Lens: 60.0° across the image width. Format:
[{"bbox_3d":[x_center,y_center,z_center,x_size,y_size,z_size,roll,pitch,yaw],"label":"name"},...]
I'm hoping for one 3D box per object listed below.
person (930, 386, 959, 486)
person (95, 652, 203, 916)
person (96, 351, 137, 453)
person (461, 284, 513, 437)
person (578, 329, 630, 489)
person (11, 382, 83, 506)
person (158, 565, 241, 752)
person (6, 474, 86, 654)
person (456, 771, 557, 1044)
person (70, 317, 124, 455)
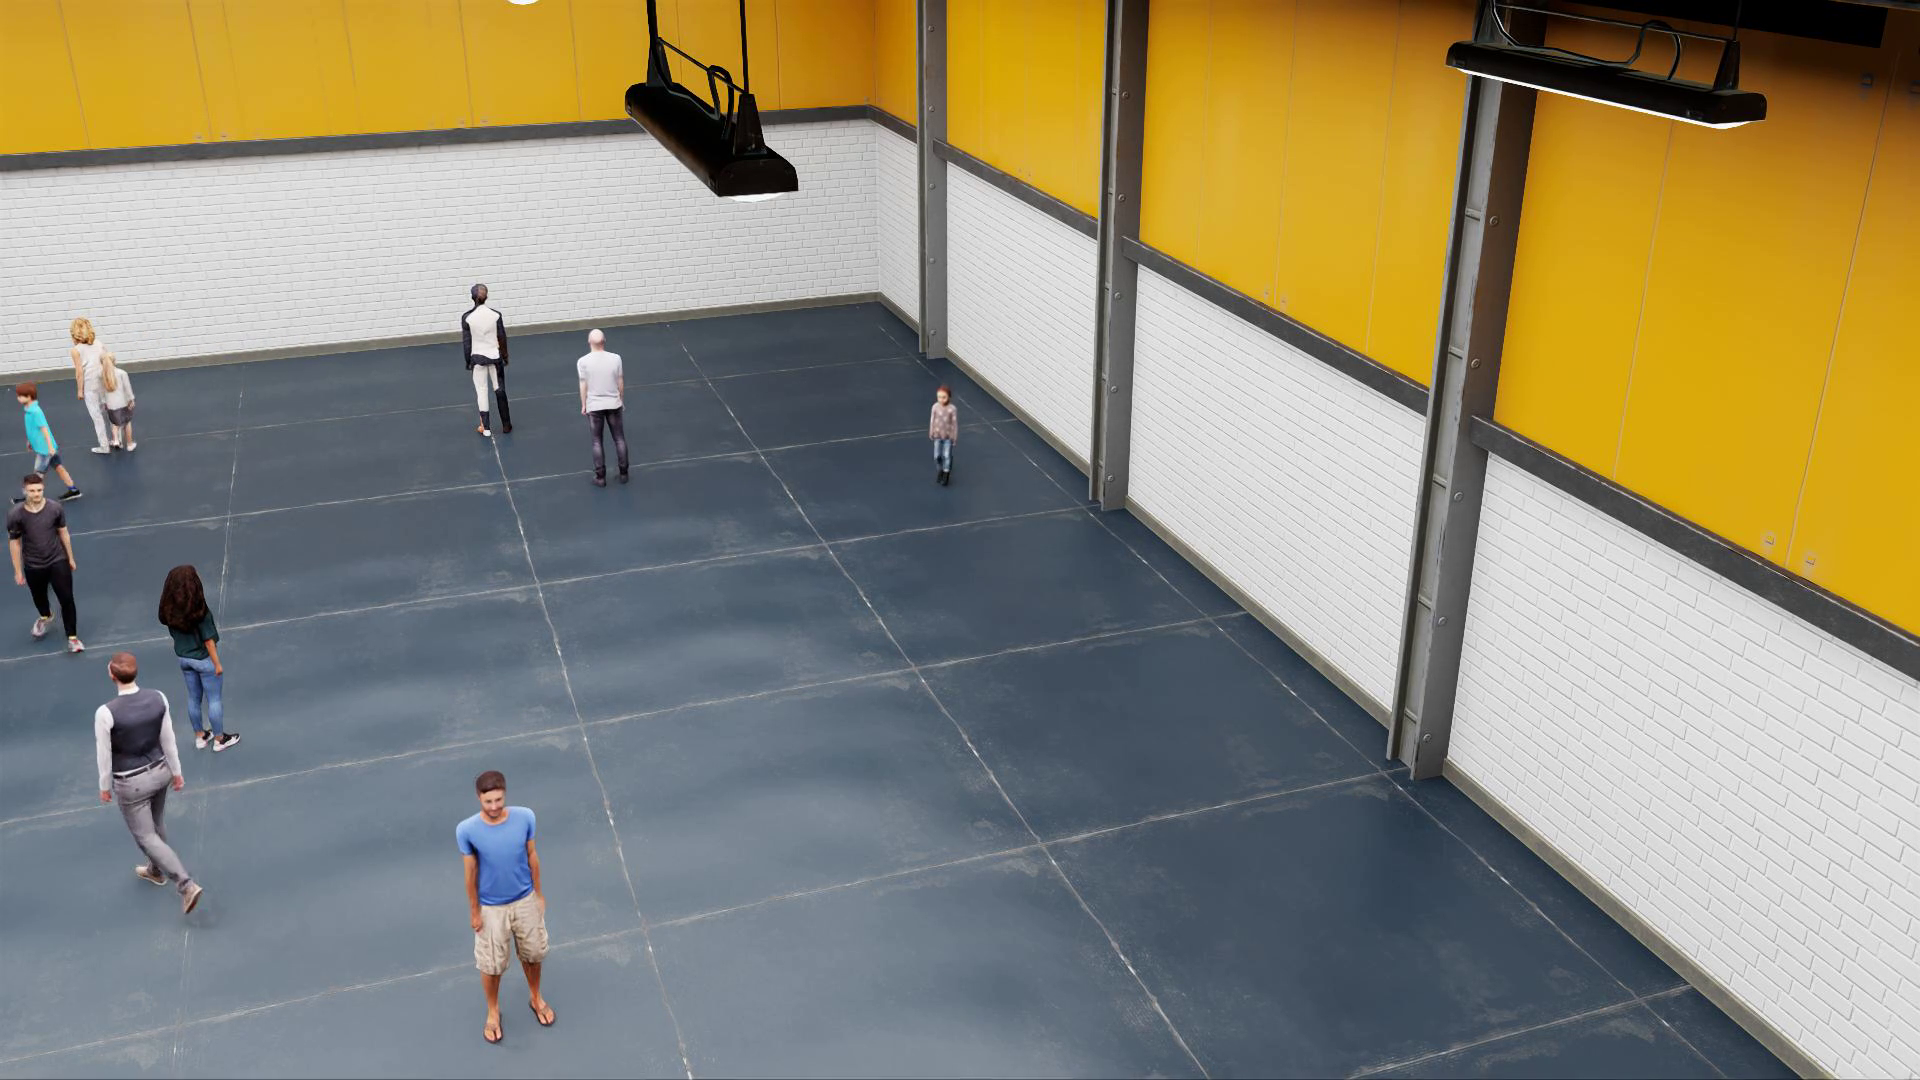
[{"bbox_3d":[-0.166,-1.224,19.115,0.568,1.188,0.601,6,24,14],"label":"person"},{"bbox_3d":[-5.619,1.700,11.527,1.270,1.908,1.105,15,28,31],"label":"person"},{"bbox_3d":[-10.132,-1.642,19.973,0.567,1.267,0.647,-4,24,-9],"label":"person"},{"bbox_3d":[-5.848,-2.228,20.532,0.701,1.891,0.591,-10,26,-22],"label":"person"},{"bbox_3d":[-4.067,-1.514,18.977,0.647,1.831,0.574,-9,25,-20],"label":"person"},{"bbox_3d":[-10.099,-1.067,18.473,0.774,1.415,0.933,-17,29,-34],"label":"person"},{"bbox_3d":[-6.221,0.964,13.575,0.704,1.616,0.754,7,25,17],"label":"person"},{"bbox_3d":[-8.377,0.195,15.204,0.799,1.719,1.087,-12,26,-25],"label":"person"},{"bbox_3d":[-2.834,2.232,10.366,0.676,1.863,0.588,-12,26,-25],"label":"person"},{"bbox_3d":[-10.393,-1.867,19.982,0.739,1.670,0.683,11,26,24],"label":"person"}]
